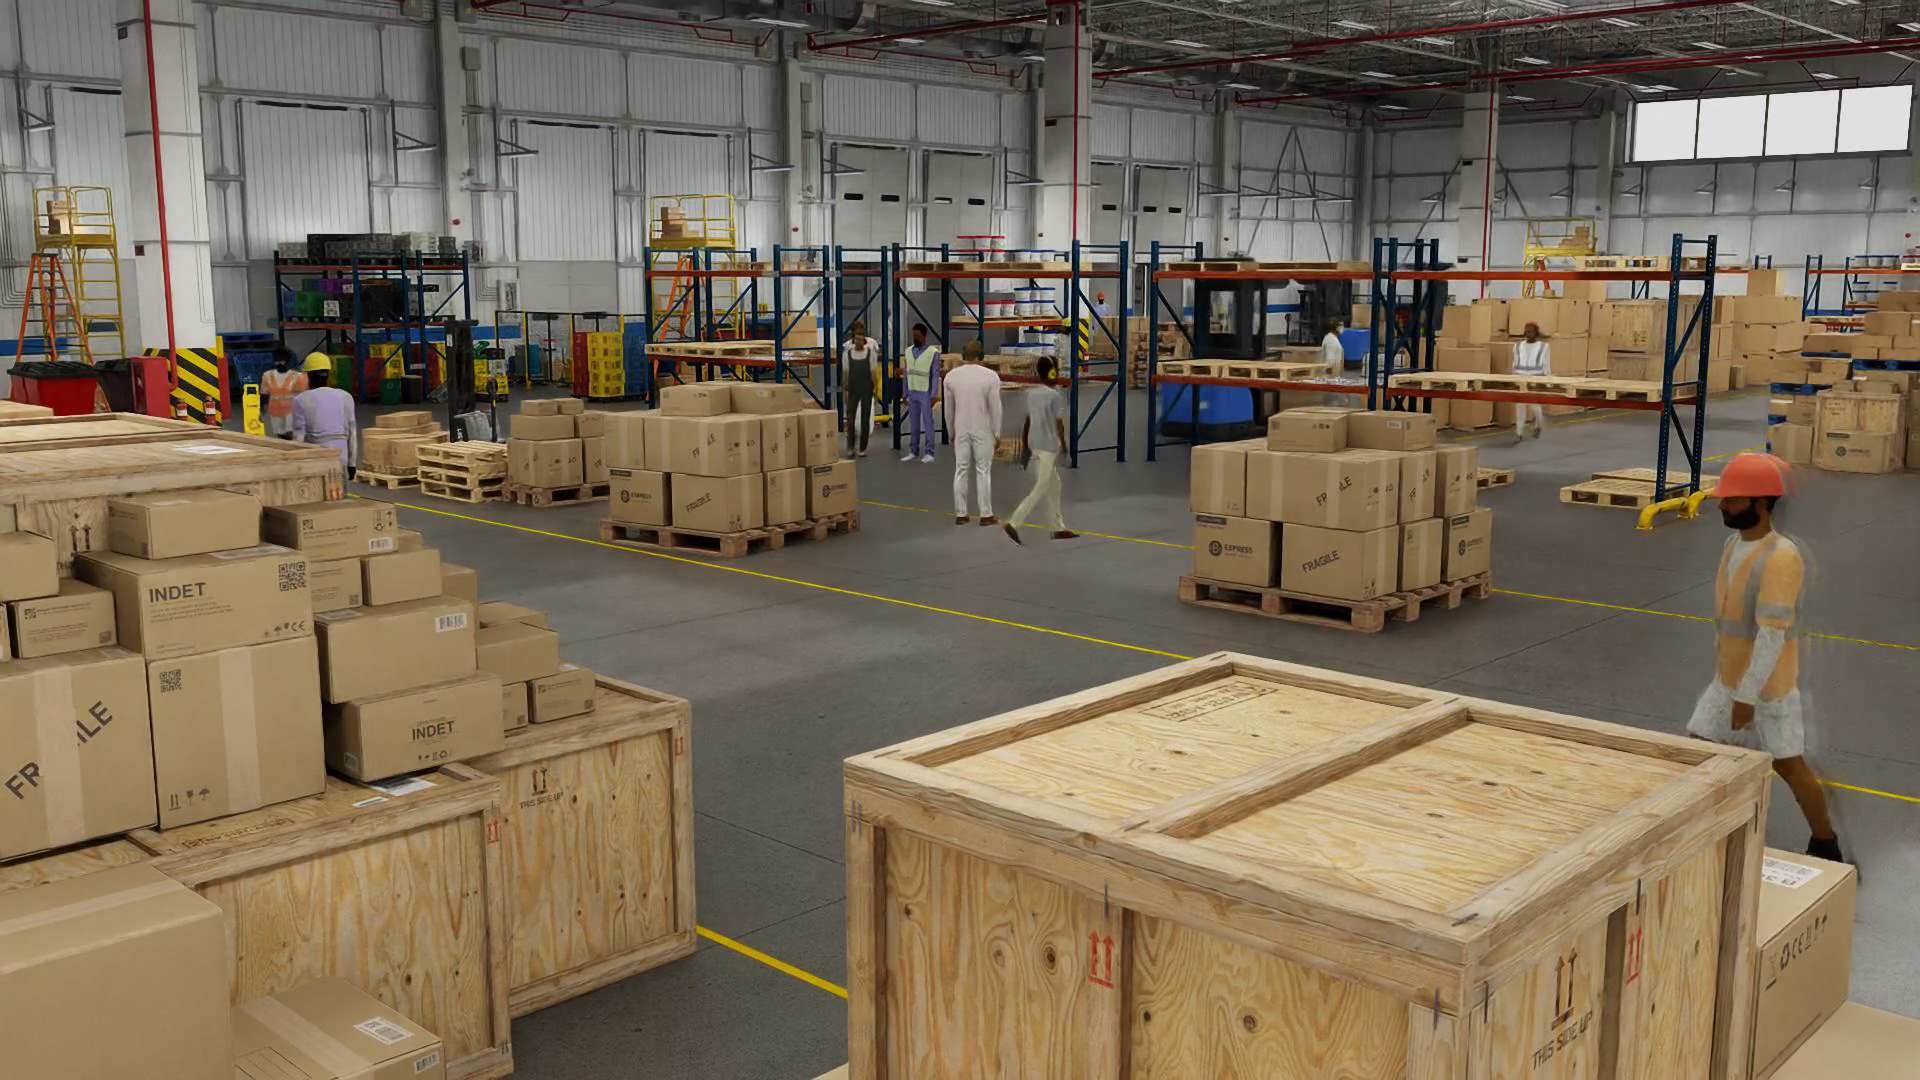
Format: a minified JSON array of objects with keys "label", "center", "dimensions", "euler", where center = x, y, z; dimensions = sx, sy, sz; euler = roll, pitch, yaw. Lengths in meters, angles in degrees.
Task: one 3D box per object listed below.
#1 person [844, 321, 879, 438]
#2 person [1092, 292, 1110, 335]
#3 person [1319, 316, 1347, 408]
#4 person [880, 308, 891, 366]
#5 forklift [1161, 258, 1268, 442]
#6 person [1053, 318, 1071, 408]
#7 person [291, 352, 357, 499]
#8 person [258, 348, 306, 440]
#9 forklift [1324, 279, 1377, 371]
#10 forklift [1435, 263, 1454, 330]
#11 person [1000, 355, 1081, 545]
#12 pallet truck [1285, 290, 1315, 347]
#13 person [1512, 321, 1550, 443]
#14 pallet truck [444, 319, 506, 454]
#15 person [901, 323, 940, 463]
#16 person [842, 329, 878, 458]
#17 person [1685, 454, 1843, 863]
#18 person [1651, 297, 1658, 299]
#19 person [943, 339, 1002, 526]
[{"label":"person","center":[-1.580,-2.513,26.147],"dimensions":[0.624,1.840,0.429],"euler":[-7,12,-37]},{"label":"person","center":[4.362,-6.687,51.463],"dimensions":[0.546,1.929,0.387],"euler":[1,9,5]},{"label":"person","center":[5.928,-2.537,26.030],"dimensions":[0.698,1.917,0.662],"euler":[2,9,12]},{"label":"person","center":[-1.973,-5.341,44.115],"dimensions":[0.313,1.634,0.517],"euler":[1,9,7]},{"label":"forklift","center":[4.100,-2.999,25.930],"dimensions":[1.129,2.768,1.873],"euler":[9,13,43]},{"label":"person","center":[2.007,-3.334,31.481],"dimensions":[0.484,1.738,0.320],"euler":[-2,9,-13]},{"label":"person","center":[-5.666,-0.708,14.820],"dimensions":[0.406,1.919,0.593],"euler":[7,12,38]},{"label":"person","center":[-8.541,-1.570,20.912],"dimensions":[0.545,1.653,0.861],"euler":[0,9,0]},{"label":"forklift","center":[9.936,-5.878,43.584],"dimensions":[1.873,2.768,1.129],"euler":[9,13,43]},{"label":"forklift","center":[13.551,-6.395,46.753],"dimensions":[1.873,2.768,1.129],"euler":[3,10,17]},{"label":"person","center":[0.779,-0.867,16.089],"dimensions":[0.926,1.835,0.517],"euler":[-5,11,-29]},{"label":"pallet truck","center":[11.297,-6.951,52.861],"dimensions":[1.885,1.965,0.823],"euler":[-5,11,-29]},{"label":"person","center":[8.820,-2.444,25.675],"dimensions":[0.583,1.860,0.826],"euler":[6,11,34]},{"label":"pallet truck","center":[-6.981,-1.942,22.150],"dimensions":[1.885,1.965,0.823],"euler":[1,9,9]},{"label":"person","center":[-0.537,-2.025,22.899],"dimensions":[0.593,1.922,0.392],"euler":[7,11,35]},{"label":"person","center":[-1.404,-2.041,23.318],"dimensions":[0.511,1.812,0.700],"euler":[0,9,0]},{"label":"person","center":[3.377,0.568,7.135],"dimensions":[1.039,1.881,0.560],"euler":[0,9,-2]},{"label":"person","center":[18.152,-5.392,43.513],"dimensions":[0.362,1.935,0.634],"euler":[8,12,42]},{"label":"person","center":[0.140,-1.109,17.228],"dimensions":[0.631,1.939,0.372],"euler":[3,10,21]}]
